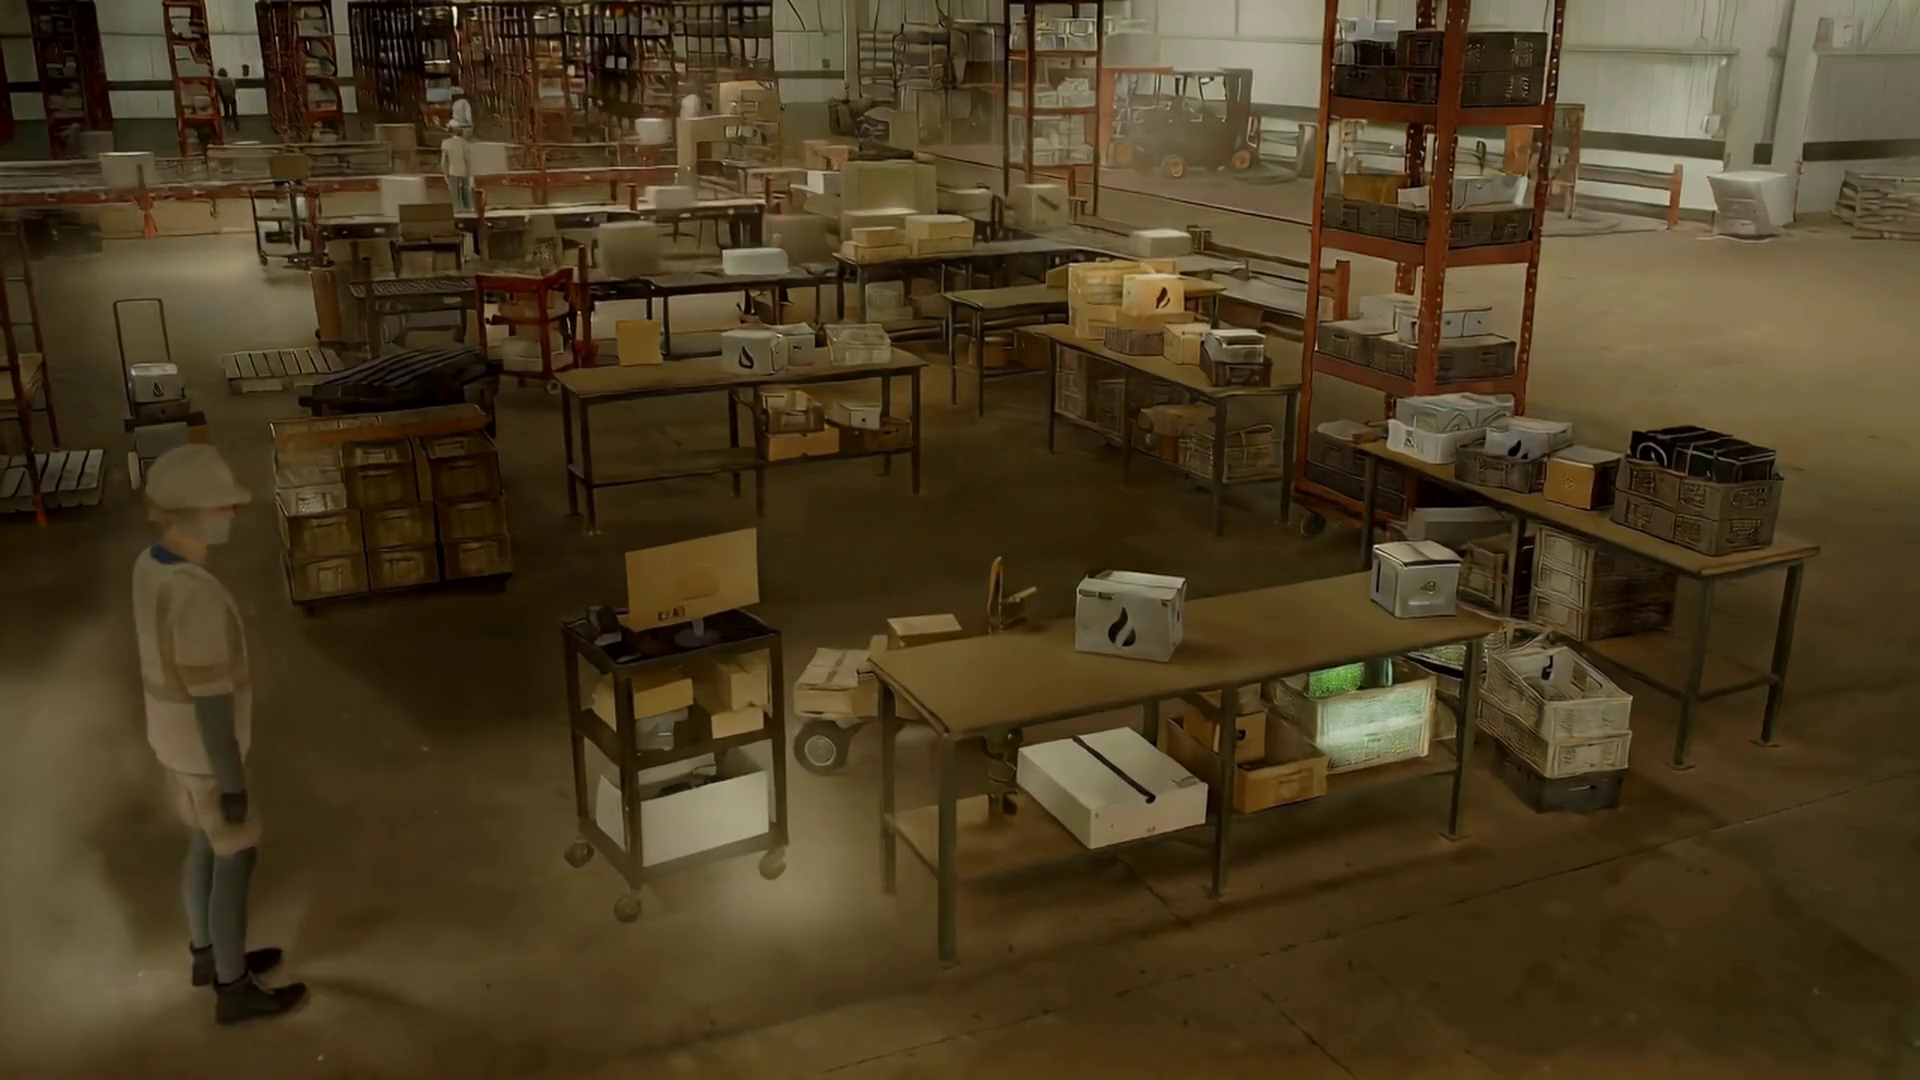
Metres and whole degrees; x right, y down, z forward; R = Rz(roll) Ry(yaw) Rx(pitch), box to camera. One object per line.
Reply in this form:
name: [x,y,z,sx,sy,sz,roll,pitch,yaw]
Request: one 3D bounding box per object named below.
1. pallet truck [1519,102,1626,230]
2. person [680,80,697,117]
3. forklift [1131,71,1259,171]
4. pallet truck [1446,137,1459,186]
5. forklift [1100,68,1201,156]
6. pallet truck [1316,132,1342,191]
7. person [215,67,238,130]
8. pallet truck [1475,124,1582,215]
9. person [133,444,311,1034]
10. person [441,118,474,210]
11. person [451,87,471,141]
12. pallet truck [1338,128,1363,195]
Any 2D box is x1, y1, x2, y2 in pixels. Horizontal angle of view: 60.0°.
pallet truck: [9.972,-6.037,26.785,1.885,1.965,0.823,-9,20,-25]
person: [-6.058,-9.439,37.689,0.558,1.891,0.653,-3,18,-9]
forklift: [4.998,-8.936,35.413,2.680,1.987,1.157,-9,20,-25]
pallet truck: [9.184,-6.485,29.328,1.630,1.274,0.653,-8,19,-23]
forklift: [4.082,-9.564,37.410,2.680,1.987,1.157,-8,19,-23]
pallet truck: [7.723,-7.504,32.656,1.601,1.201,0.680,-8,19,-23]
person: [-21.559,-12.985,48.966,0.621,1.809,0.760,-13,22,-36]
pallet truck: [9.707,-6.455,28.103,1.885,1.965,0.823,-7,19,-20]
person: [-2.497,0.671,5.607,0.406,2.036,0.610,-14,22,-37]
person: [-7.897,-5.740,26.229,0.526,1.765,0.330,5,18,14]
person: [-10.834,-8.908,36.134,0.461,1.838,0.594,4,18,13]
pallet truck: [7.845,-7.140,31.411,1.522,1.261,0.704,-9,20,-25]
